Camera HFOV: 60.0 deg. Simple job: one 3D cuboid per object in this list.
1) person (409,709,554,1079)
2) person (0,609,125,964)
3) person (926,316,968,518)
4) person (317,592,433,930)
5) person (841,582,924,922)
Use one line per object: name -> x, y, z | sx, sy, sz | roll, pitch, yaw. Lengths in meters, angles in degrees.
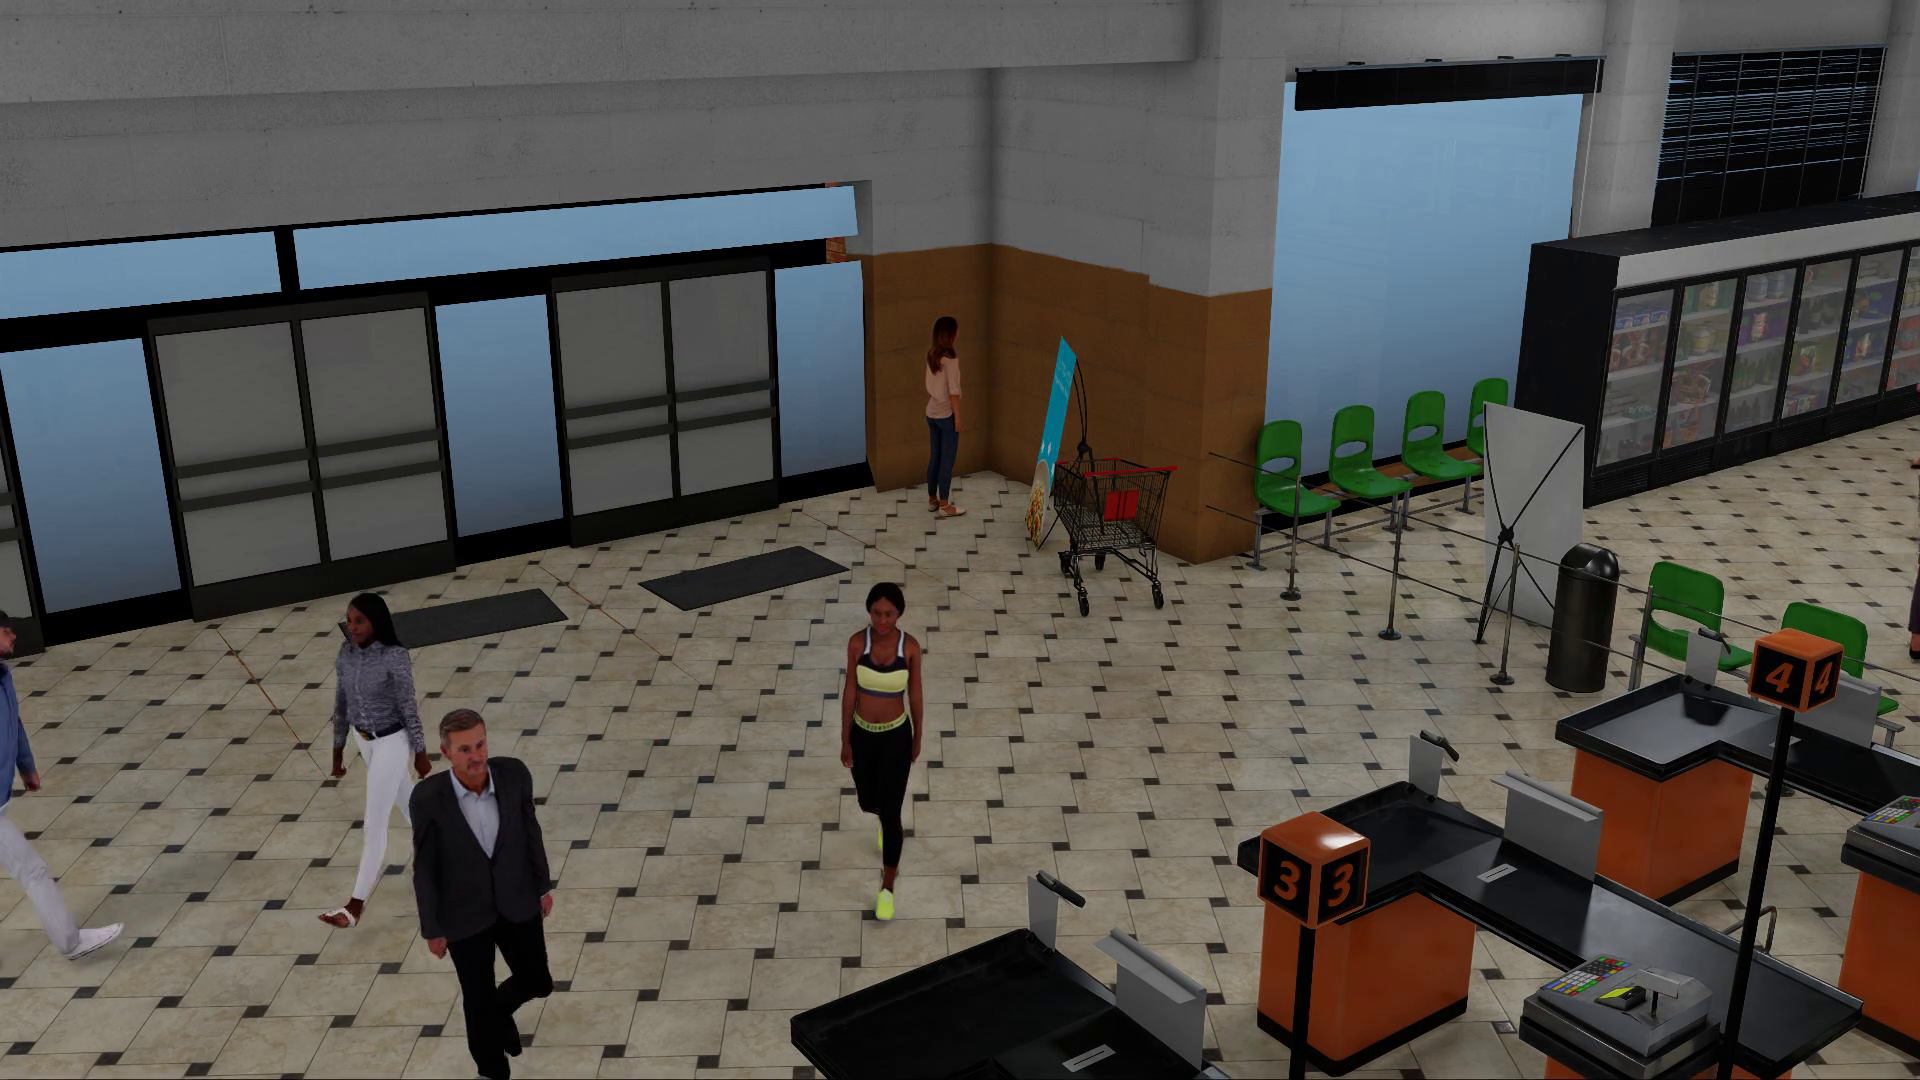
person -> -2.006, 1.513, 6.991 | 0.723, 1.829, 0.798 | -13, 22, -33
person -> -4.695, 1.221, 7.829 | 0.990, 1.848, 1.126 | -3, 19, -9
person -> -0.154, -1.106, 14.821 | 0.659, 1.790, 0.463 | -11, 22, -30
person -> -2.889, 1.072, 8.539 | 1.190, 1.677, 1.037 | 10, 21, 27
person -> -0.401, 1.021, 8.613 | 1.027, 1.726, 1.099 | 3, 19, 8
